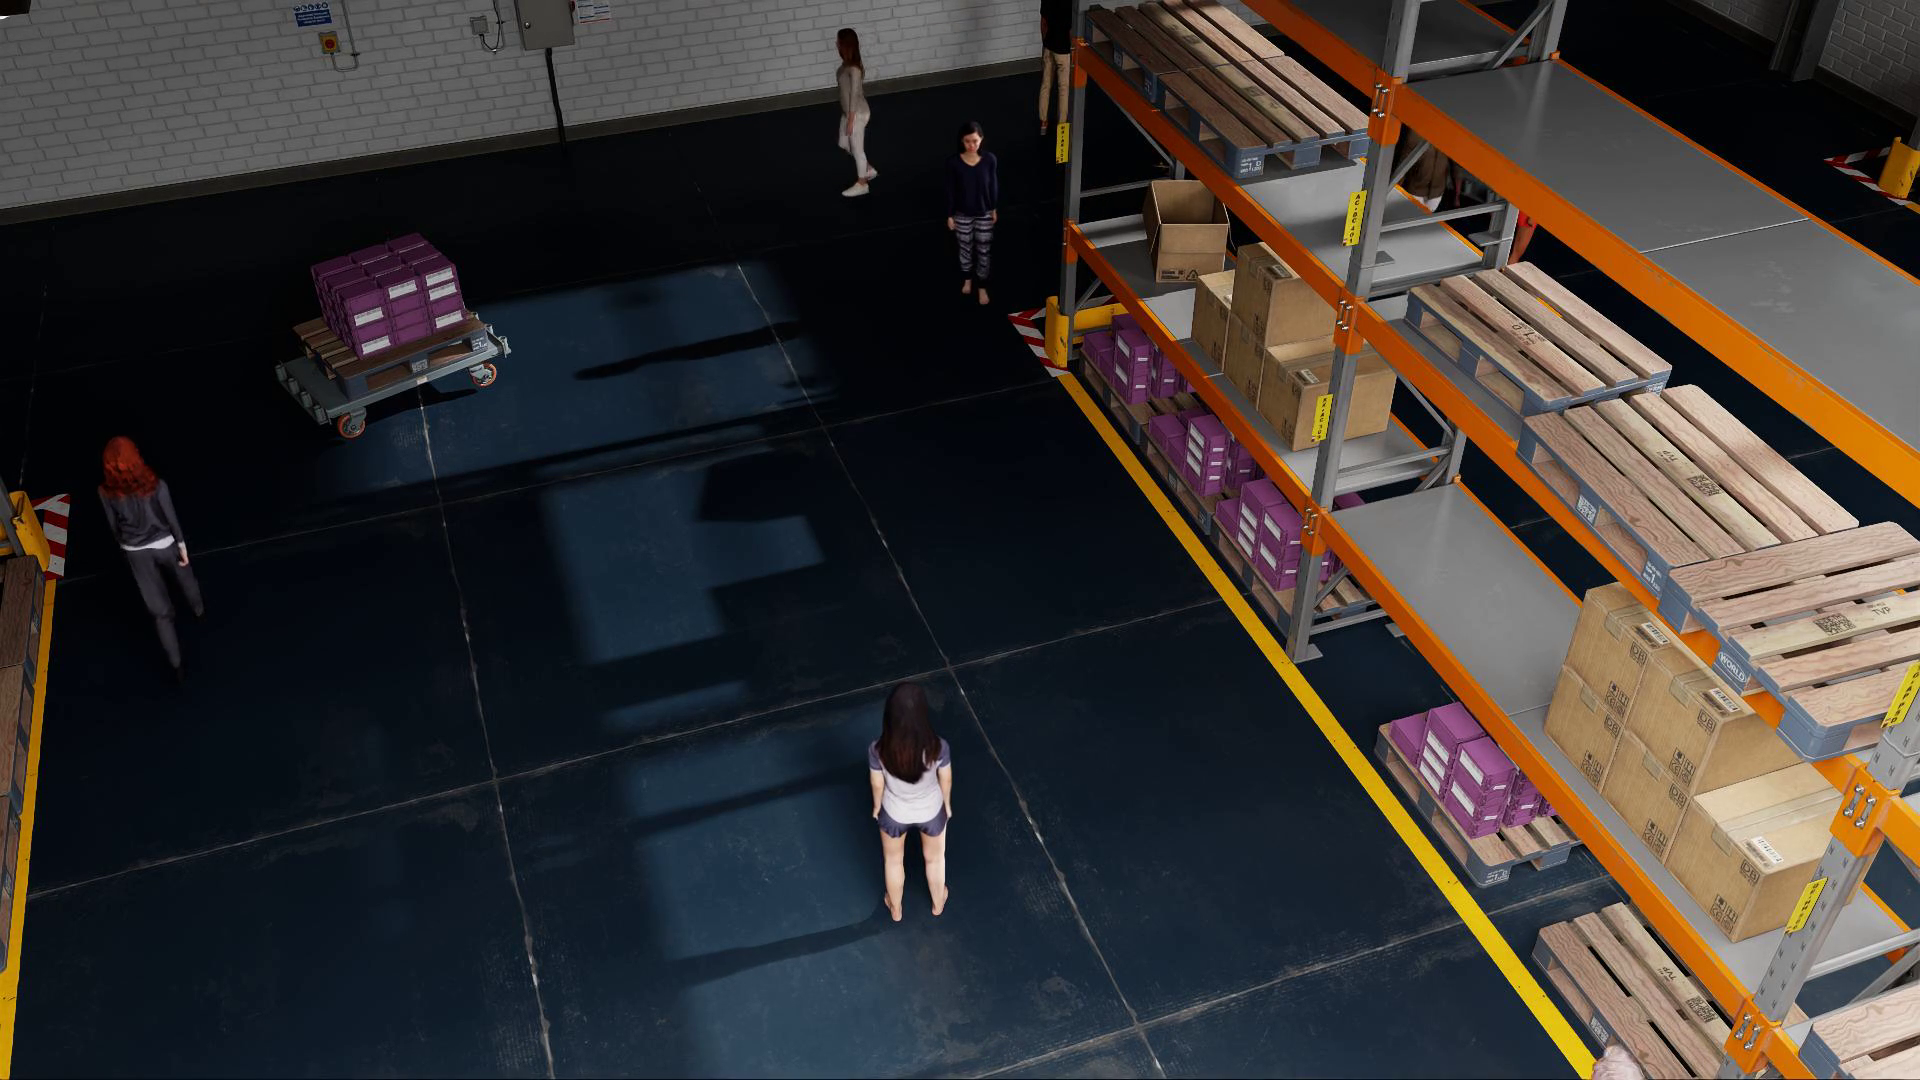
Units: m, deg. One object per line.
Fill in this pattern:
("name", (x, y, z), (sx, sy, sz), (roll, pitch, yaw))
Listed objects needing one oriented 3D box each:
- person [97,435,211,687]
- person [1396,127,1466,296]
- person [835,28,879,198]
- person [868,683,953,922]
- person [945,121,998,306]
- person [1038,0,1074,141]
("person", (-5.159, 0.151, 10.623), (0.606, 1.729, 1.135), (-11, 40, -14))
("person", (4.048, -3.113, 14.647), (0.785, 1.808, 0.863), (-9, 40, -11))
("person", (-0.925, -4.091, 15.965), (0.657, 1.692, 0.559), (-8, 39, -10))
("person", (-0.266, 1.442, 9.024), (0.648, 1.707, 0.612), (-3, 39, -4))
("person", (0.111, -2.883, 14.441), (0.707, 1.706, 0.785), (-3, 39, -4))
("person", (1.002, -5.012, 16.983), (0.618, 1.860, 0.765), (31, 48, 33))
